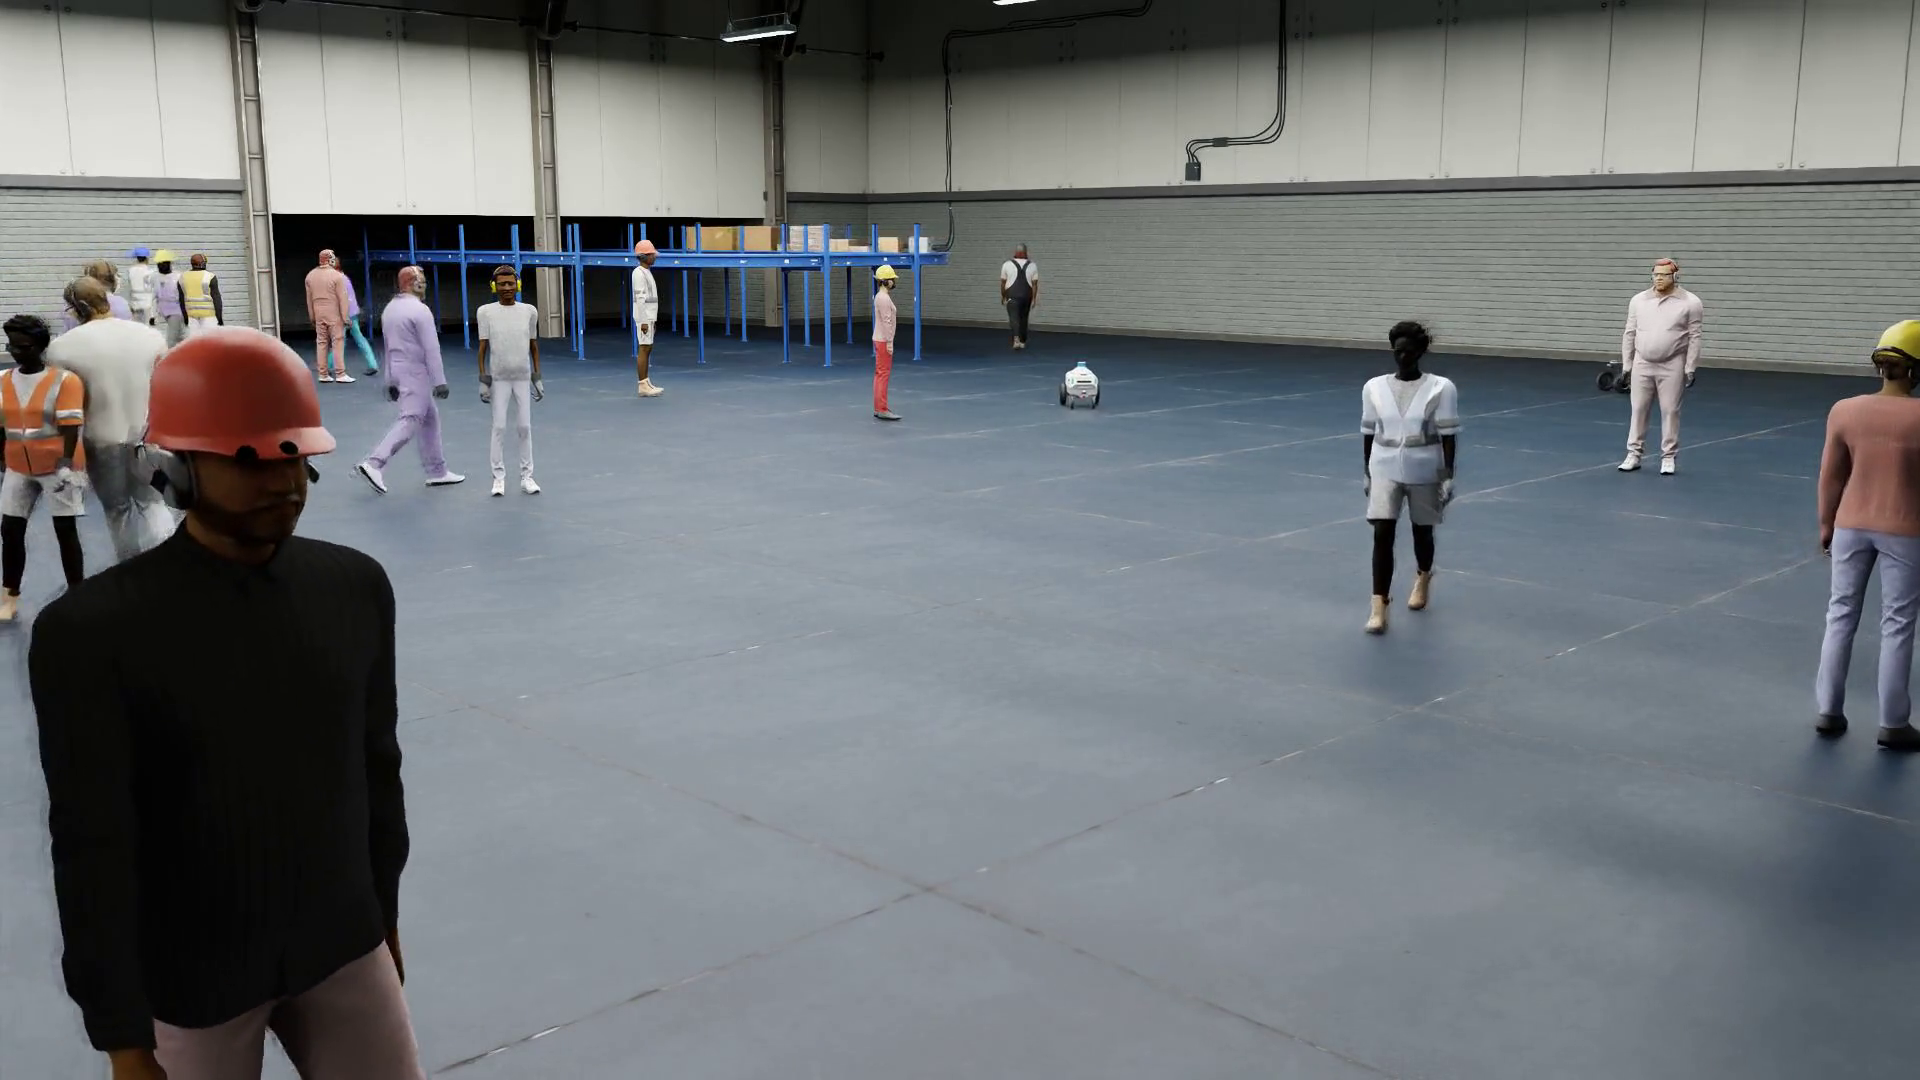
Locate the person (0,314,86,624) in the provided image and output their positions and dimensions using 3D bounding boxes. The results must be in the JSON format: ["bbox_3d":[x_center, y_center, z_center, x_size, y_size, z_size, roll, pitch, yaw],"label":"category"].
[{"bbox_3d":[-5.025,-0.379,9.062,0.545,1.687,0.412,0,10,0],"label":"person"}]

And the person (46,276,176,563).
[{"bbox_3d":[-4.683,-0.527,9.321,0.680,1.886,0.805,-9,14,-41],"label":"person"}]

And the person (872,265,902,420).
[{"bbox_3d":[-0.854,-2.285,19.228,0.309,1.772,0.525,-2,11,-12],"label":"person"}]

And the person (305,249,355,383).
[{"bbox_3d":[-9.057,-3.219,23.946,0.652,1.906,0.402,3,11,18],"label":"person"}]

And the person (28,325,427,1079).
[{"bbox_3d":[-1.037,0.669,2.570,0.630,1.982,0.632,8,13,37],"label":"person"}]

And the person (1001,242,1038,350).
[{"bbox_3d":[1.115,-4.586,31.149,0.677,2.000,1.009,-1,10,-8],"label":"person"}]

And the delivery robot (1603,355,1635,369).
[{"bbox_3d":[9.131,-2.457,22.632,0.698,0.223,0.335,-2,11,-11],"label":"delivery robot"}]

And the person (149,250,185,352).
[{"bbox_3d":[-12.020,-3.436,25.215,0.605,1.875,1.009,5,12,25],"label":"person"}]

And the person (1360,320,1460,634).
[{"bbox_3d":[2.460,-0.372,9.106,0.535,1.669,0.822,5,11,24],"label":"person"}]

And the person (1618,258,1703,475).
[{"bbox_3d":[6.221,-1.545,14.818,0.651,1.906,0.402,8,13,36],"label":"person"}]

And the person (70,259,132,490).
[{"bbox_3d":[-7.104,-1.404,14.062,0.655,1.907,0.858,7,12,32],"label":"person"}]

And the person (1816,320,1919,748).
[{"bbox_3d":[3.862,-0.030,6.941,0.325,1.767,0.533,-8,13,-37],"label":"person"}]

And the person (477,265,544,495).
[{"bbox_3d":[-3.680,-1.310,13.640,0.533,1.870,0.315,-5,12,-26],"label":"person"}]

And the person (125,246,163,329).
[{"bbox_3d":[-13.312,-3.835,27.213,0.604,1.934,0.437,3,11,15],"label":"person"}]

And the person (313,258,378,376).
[{"bbox_3d":[-9.299,-3.367,25.135,0.997,1.786,0.581,0,10,0],"label":"person"}]

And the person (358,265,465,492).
[{"bbox_3d":[-4.624,-1.351,13.889,0.924,1.872,0.647,-9,14,-40],"label":"person"}]

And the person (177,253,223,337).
[{"bbox_3d":[-11.269,-3.337,24.766,0.631,1.843,0.429,1,10,4],"label":"person"}]

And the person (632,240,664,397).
[{"bbox_3d":[-4.141,-2.940,22.040,0.370,2.048,0.607,0,10,-2],"label":"person"}]

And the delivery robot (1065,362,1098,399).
[{"bbox_3d":[1.509,-1.969,20.680,0.477,0.478,0.707,0,10,-2],"label":"delivery robot"}]
